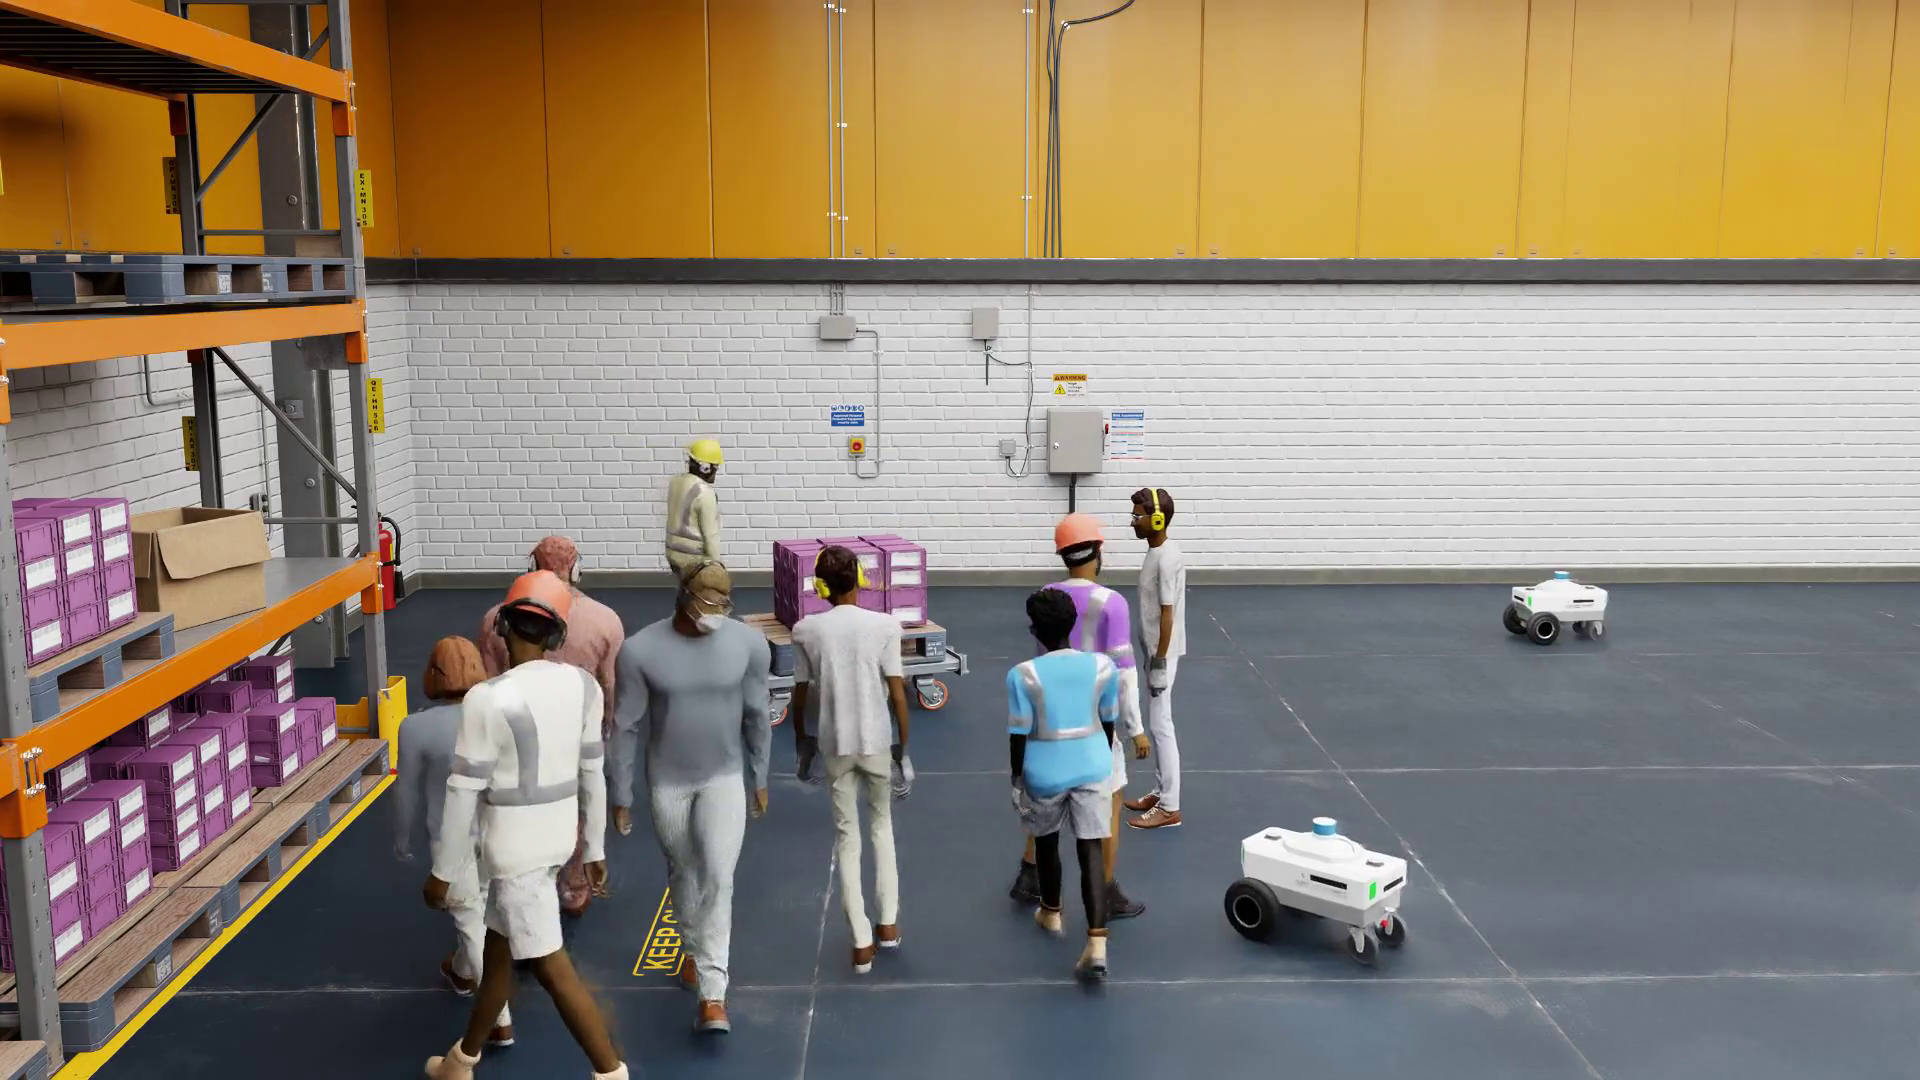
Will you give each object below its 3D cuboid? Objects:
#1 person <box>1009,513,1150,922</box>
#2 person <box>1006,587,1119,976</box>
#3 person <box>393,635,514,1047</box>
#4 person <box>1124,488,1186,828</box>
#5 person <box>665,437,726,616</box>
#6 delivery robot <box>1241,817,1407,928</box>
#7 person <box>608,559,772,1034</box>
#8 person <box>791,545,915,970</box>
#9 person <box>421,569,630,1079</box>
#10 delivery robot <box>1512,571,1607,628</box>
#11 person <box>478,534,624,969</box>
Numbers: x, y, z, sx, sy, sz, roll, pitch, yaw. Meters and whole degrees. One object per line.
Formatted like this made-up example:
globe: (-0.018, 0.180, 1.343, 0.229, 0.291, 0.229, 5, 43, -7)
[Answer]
person: (0.552, 0.841, 7.729, 0.490, 1.904, 0.620, -8, 12, -40)
person: (0.465, 1.037, 7.249, 0.528, 1.652, 0.853, -2, 9, -9)
person: (-1.980, 1.166, 6.648, 0.502, 1.585, 0.858, -8, 12, -40)
person: (1.069, 0.635, 9.090, 0.314, 1.859, 0.511, 0, 9, 0)
person: (-1.965, 0.132, 12.389, 0.473, 1.801, 0.621, -6, 11, -30)
delivery robot: (1.637, 1.497, 7.503, 0.707, 0.478, 0.477, 8, 12, 41)
person: (-1.076, 1.016, 6.690, 0.662, 1.870, 0.985, -1, 9, -8)
person: (-0.475, 0.942, 7.308, 0.549, 1.820, 0.582, 0, 9, 0)
person: (-1.518, 1.099, 5.921, 1.016, 1.969, 0.641, 3, 10, 20)
delivery robot: (4.909, 0.500, 13.615, 0.707, 0.478, 0.477, -1, 9, -7)
person: (-1.821, 0.908, 7.416, 0.673, 1.863, 0.972, -1, 9, -9)
